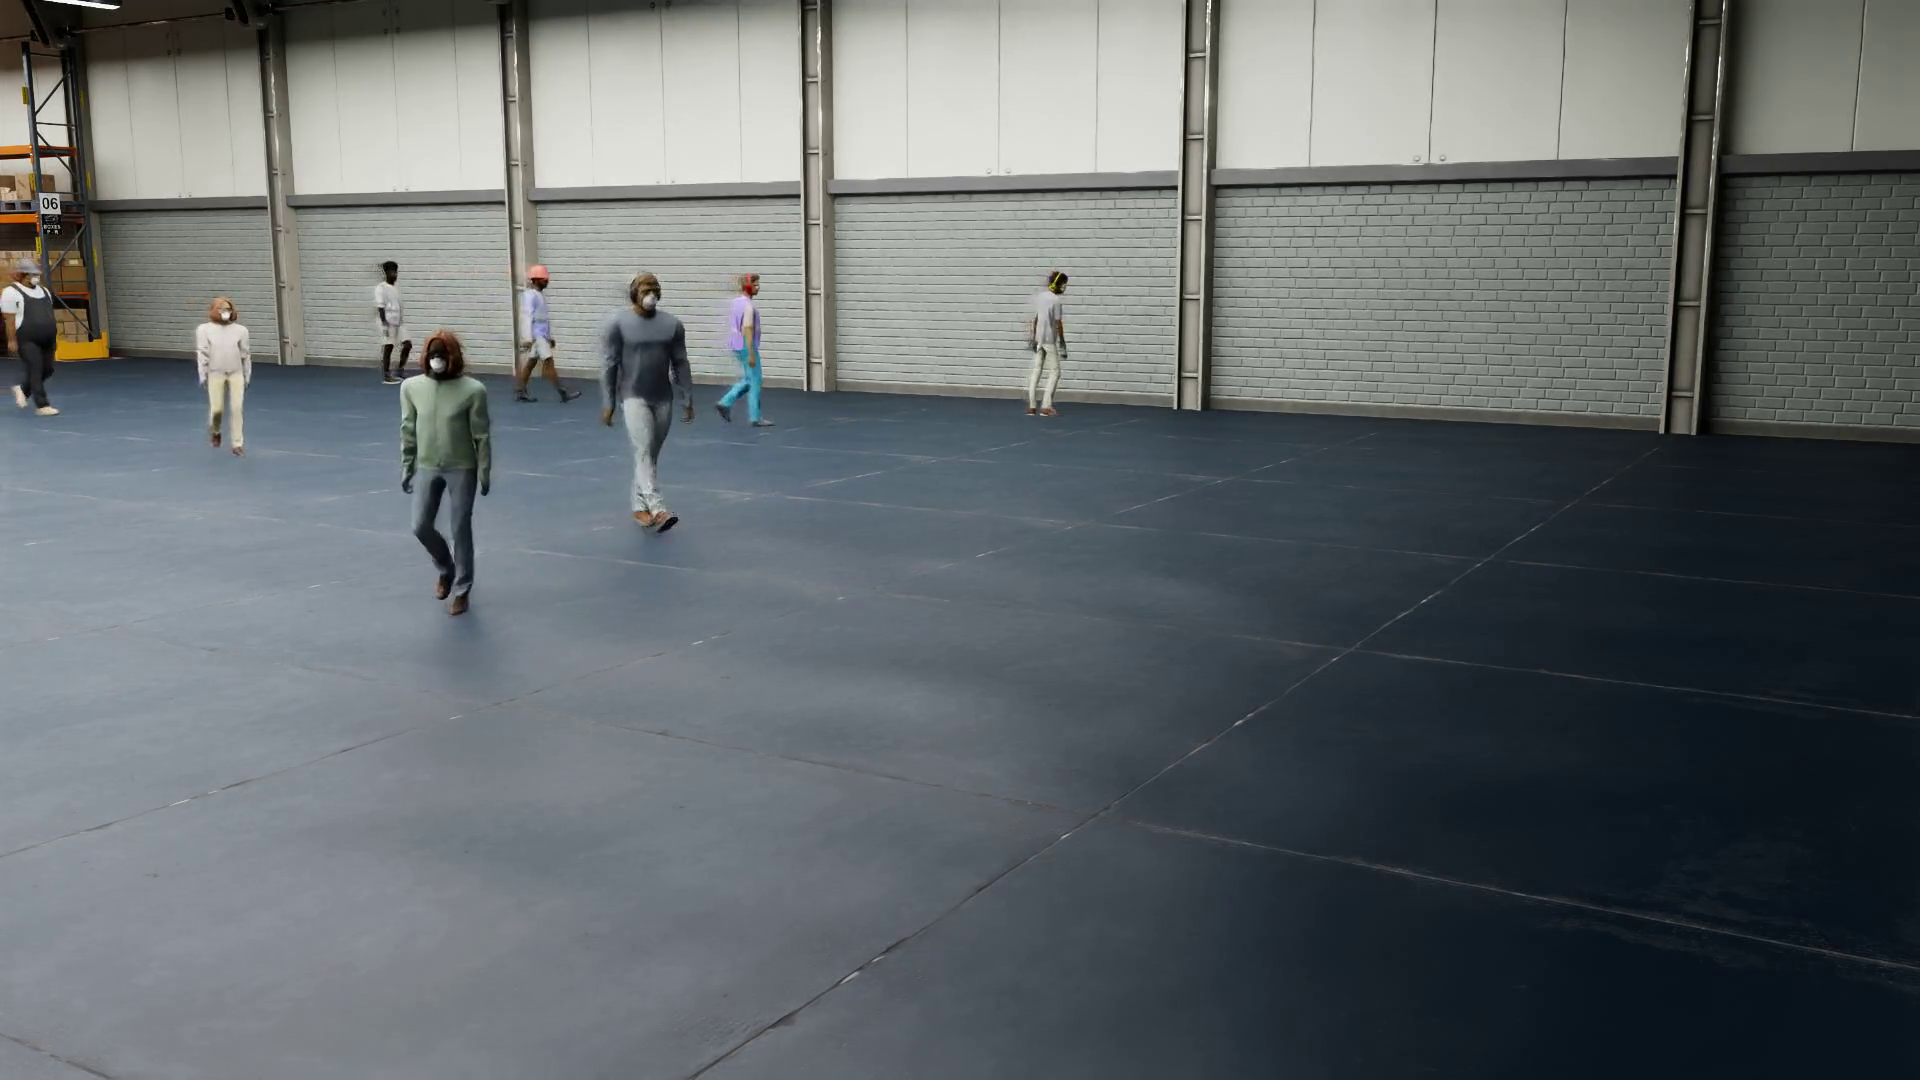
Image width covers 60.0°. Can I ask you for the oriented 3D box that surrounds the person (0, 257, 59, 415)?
[{"bbox_3d":[-11.918,-2.621,21.287,0.779,2.000,0.691,3,10,19],"label":"person"}]

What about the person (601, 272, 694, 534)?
[{"bbox_3d":[-2.226,-0.995,12.172,0.656,1.896,0.957,-7,12,-36],"label":"person"}]

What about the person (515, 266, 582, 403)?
[{"bbox_3d":[-5.726,-2.822,22.910,0.975,1.882,0.565,0,10,1],"label":"person"}]

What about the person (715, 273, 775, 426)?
[{"bbox_3d":[-2.553,-2.250,19.743,0.587,1.826,0.580,-4,10,-20],"label":"person"}]

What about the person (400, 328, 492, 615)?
[{"bbox_3d":[-2.897,-0.385,9.400,0.515,1.618,0.383,0,10,1],"label":"person"}]

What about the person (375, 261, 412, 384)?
[{"bbox_3d":[-8.928,-3.435,26.322,0.611,1.941,0.631,3,10,19],"label":"person"}]

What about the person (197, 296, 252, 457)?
[{"bbox_3d":[-7.460,-1.662,16.878,0.520,1.618,0.495,-6,12,-33],"label":"person"}]

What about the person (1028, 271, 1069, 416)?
[{"bbox_3d":[1.093,-2.480,21.095,0.363,1.834,0.662,-6,11,-31],"label":"person"}]
